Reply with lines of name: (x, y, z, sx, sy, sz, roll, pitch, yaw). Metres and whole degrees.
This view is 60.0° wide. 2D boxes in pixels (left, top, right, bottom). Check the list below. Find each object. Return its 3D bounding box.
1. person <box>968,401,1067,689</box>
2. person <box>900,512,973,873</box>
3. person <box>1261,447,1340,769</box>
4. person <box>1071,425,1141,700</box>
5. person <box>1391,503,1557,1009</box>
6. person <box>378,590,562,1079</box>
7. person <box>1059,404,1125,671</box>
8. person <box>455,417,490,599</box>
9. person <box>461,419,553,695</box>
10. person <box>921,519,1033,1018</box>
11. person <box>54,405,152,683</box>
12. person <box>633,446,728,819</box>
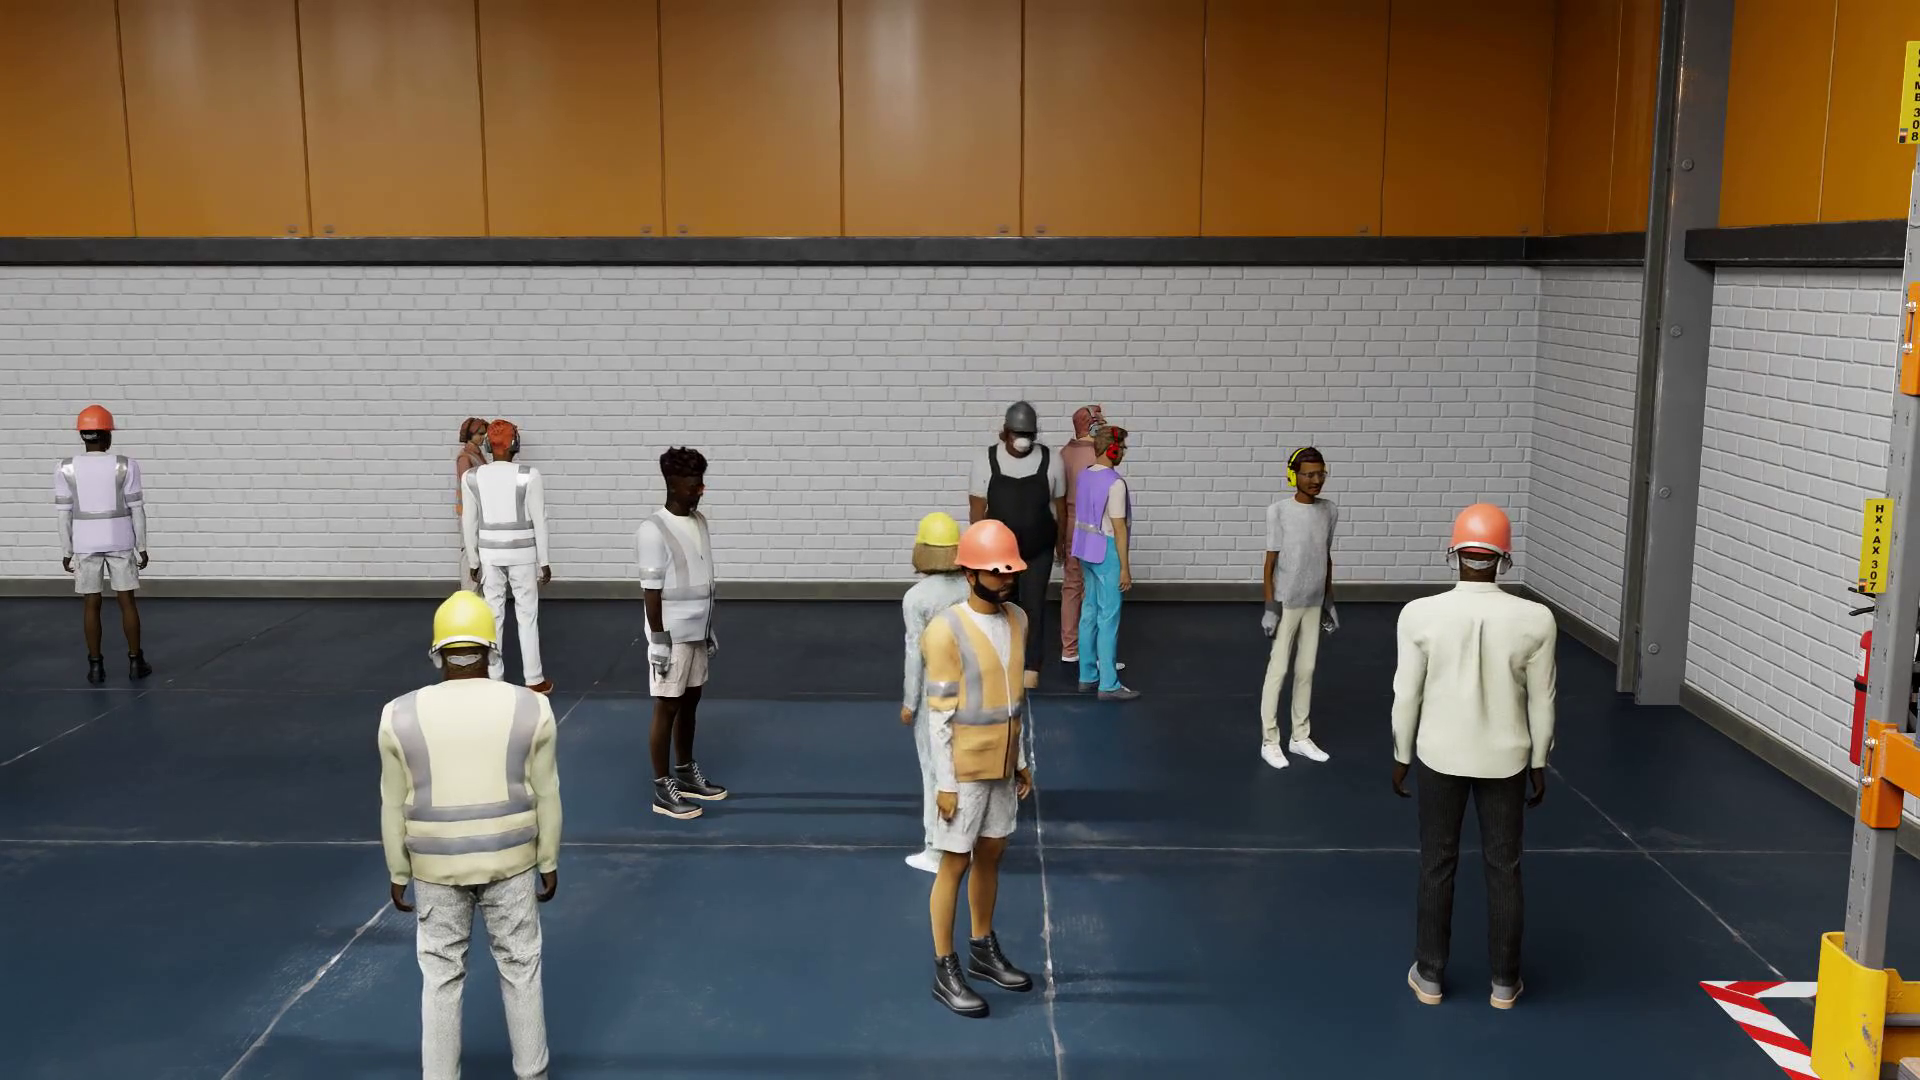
person: (0.406, -0.046, 11.750, 0.691, 2.000, 0.947, 1, 10, 5)
person: (-0.080, 0.729, 8.001, 0.493, 1.743, 0.322, -7, 12, -37)
person: (1.990, 0.389, 9.687, 0.515, 1.862, 0.333, -4, 10, -25)
person: (0.959, 0.151, 11.165, 0.388, 1.841, 0.566, -4, 10, -25)
person: (2.004, 0.848, 6.531, 0.613, 1.995, 0.391, 2, 10, 14)
person: (-1.657, 1.079, 5.675, 0.590, 1.823, 0.404, -3, 10, -16)
person: (0.938, -0.016, 11.956, 0.411, 1.913, 0.643, -5, 11, -27)
person: (-4.063, -0.208, 13.924, 0.312, 1.638, 0.512, -1, 10, -4)
person: (-3.020, 0.133, 11.135, 0.573, 1.887, 0.354, 1, 9, 4)
person: (0.098, 0.875, 6.536, 0.374, 1.938, 0.547, 8, 13, 41)
person: (-5.977, 0.029, 11.616, 0.550, 1.933, 0.370, -4, 10, -21)
person: (-1.480, 0.476, 8.851, 0.367, 1.964, 0.603, 3, 10, 18)
